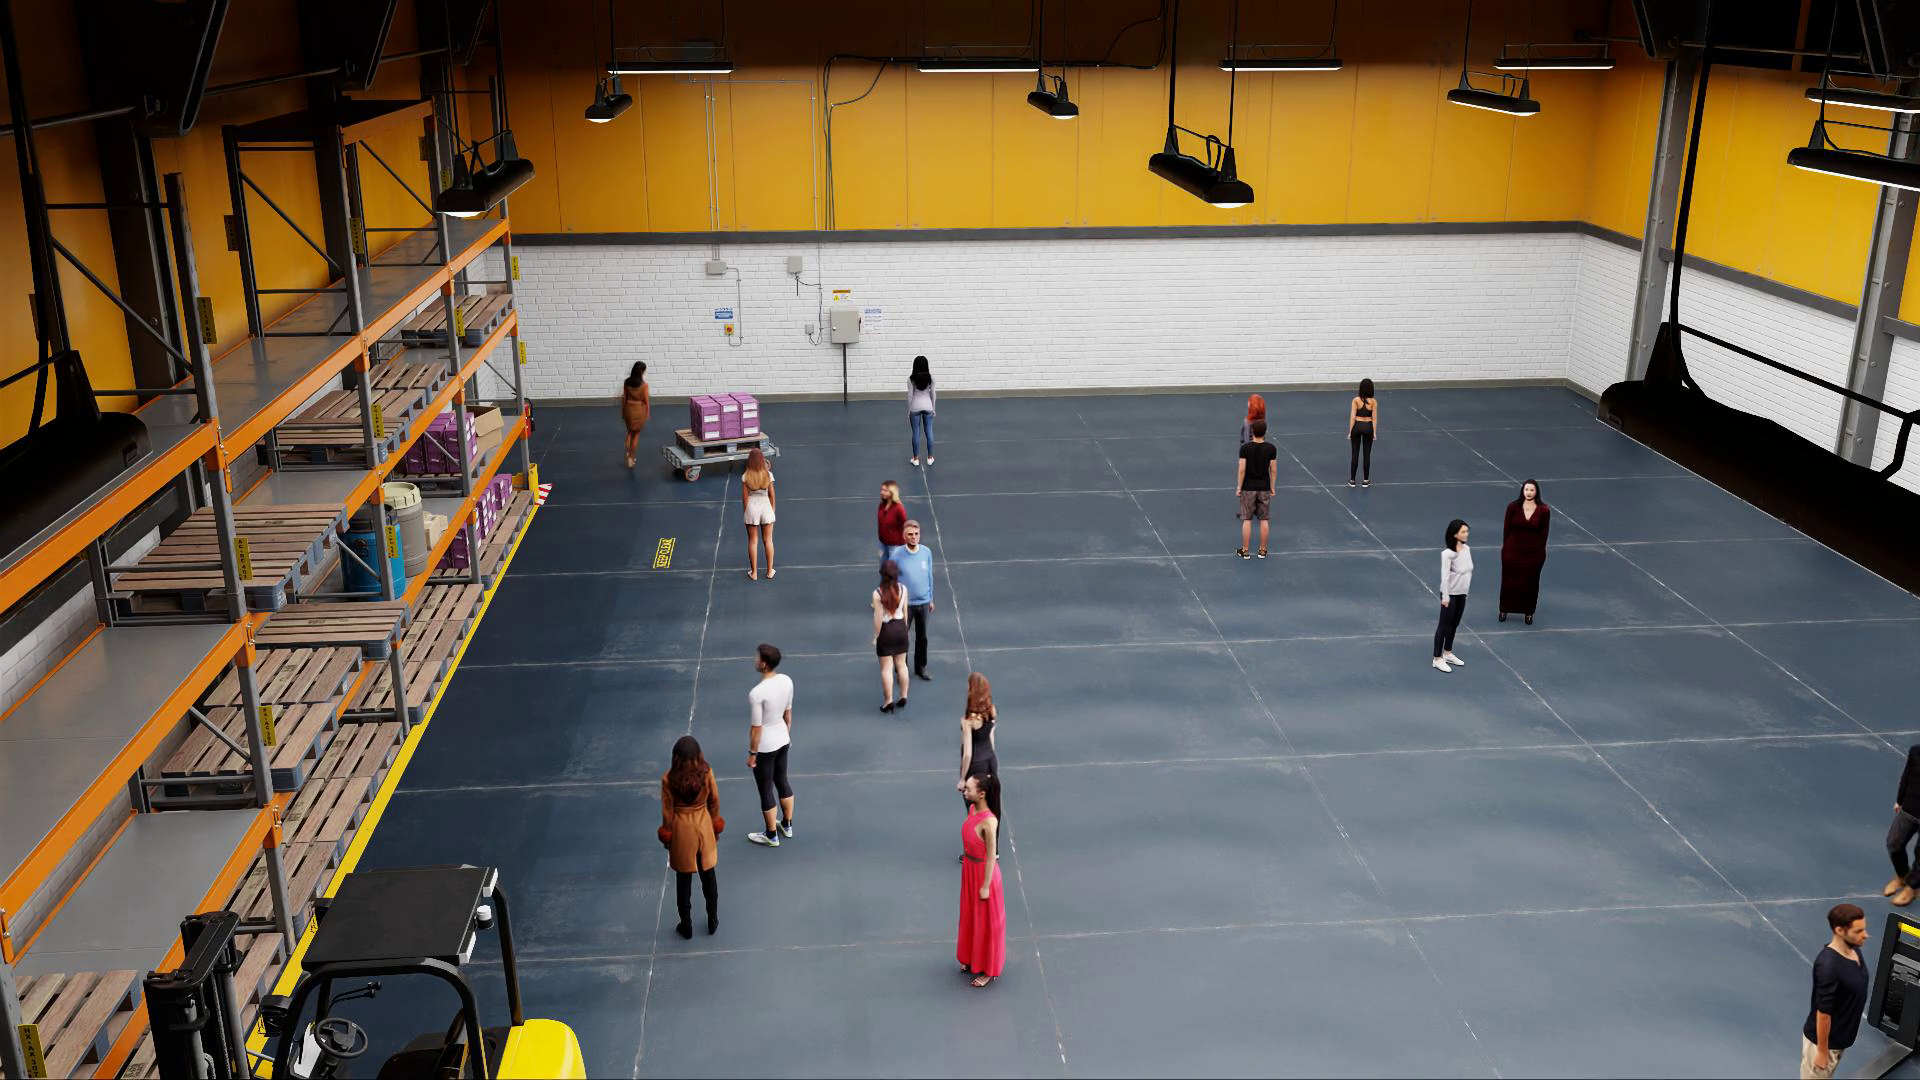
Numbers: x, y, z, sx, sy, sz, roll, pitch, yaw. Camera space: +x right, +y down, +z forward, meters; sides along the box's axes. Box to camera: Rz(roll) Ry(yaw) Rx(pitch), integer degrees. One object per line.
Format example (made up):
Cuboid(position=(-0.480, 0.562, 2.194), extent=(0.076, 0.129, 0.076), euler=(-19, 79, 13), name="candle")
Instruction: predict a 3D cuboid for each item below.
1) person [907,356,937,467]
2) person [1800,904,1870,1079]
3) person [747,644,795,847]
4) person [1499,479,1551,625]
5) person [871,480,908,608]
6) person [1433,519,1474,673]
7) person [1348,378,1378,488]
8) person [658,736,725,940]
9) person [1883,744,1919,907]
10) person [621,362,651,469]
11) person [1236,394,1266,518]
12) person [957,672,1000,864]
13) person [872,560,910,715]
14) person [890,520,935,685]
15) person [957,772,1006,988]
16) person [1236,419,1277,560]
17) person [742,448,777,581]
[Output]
Cuboid(position=(-0.598, -2.024, 25.929), extent=(0.623, 1.736, 0.554), euler=(-4, 19, -10), name="person")
Cuboid(position=(5.457, 3.115, 10.476), extent=(0.746, 1.859, 0.698), euler=(16, 25, 40), name="person")
Cuboid(position=(-1.645, 1.771, 14.479), extent=(0.811, 1.851, 0.729), euler=(13, 22, 33), name="person")
Cuboid(position=(6.613, 0.124, 19.517), extent=(0.749, 1.758, 0.740), euler=(6, 20, 18), name="person")
Cuboid(position=(-0.823, 0.065, 19.885), extent=(0.735, 1.634, 0.657), euler=(-18, 25, -42), name="person")
Cuboid(position=(5.403, 0.584, 18.238), extent=(0.711, 1.701, 0.755), euler=(-17, 25, -42), name="person")
Cuboid(position=(6.009, -1.612, 24.853), extent=(0.621, 1.642, 0.583), euler=(4, 19, 11), name="person")
Cuboid(position=(-2.102, 2.320, 13.055), extent=(0.735, 1.720, 0.680), euler=(-6, 20, -18), name="person")
Cuboid(position=(7.874, 2.181, 13.488), extent=(0.827, 1.708, 0.689), euler=(-10, 21, -26), name="person")
Cuboid(position=(-5.030, -1.903, 25.697), extent=(0.701, 1.655, 0.691), euler=(2, 19, 6), name="person")
Cuboid(position=(4.103, -1.178, 23.349), extent=(0.650, 1.779, 0.670), euler=(-15, 24, -38), name="person")
Cuboid(position=(0.168, 1.945, 14.128), extent=(0.714, 1.746, 0.649), euler=(14, 23, 36), name="person")
Cuboid(position=(-0.710, 0.989, 17.120), extent=(0.627, 1.648, 0.644), euler=(-11, 22, -30), name="person")
Cuboid(position=(-0.515, 0.638, 17.895), extent=(0.724, 1.818, 0.675), euler=(-8, 20, -22), name="person")
Cuboid(position=(0.156, 2.522, 12.444), extent=(0.740, 1.727, 0.606), euler=(-7, 20, -21), name="person")
Cuboid(position=(3.859, -0.671, 21.715), extent=(0.671, 1.861, 0.586), euler=(0, 19, -1), name="person")
Cuboid(position=(-2.539, -0.336, 20.977), extent=(0.585, 1.697, 0.573), euler=(-4, 19, -10), name="person")
